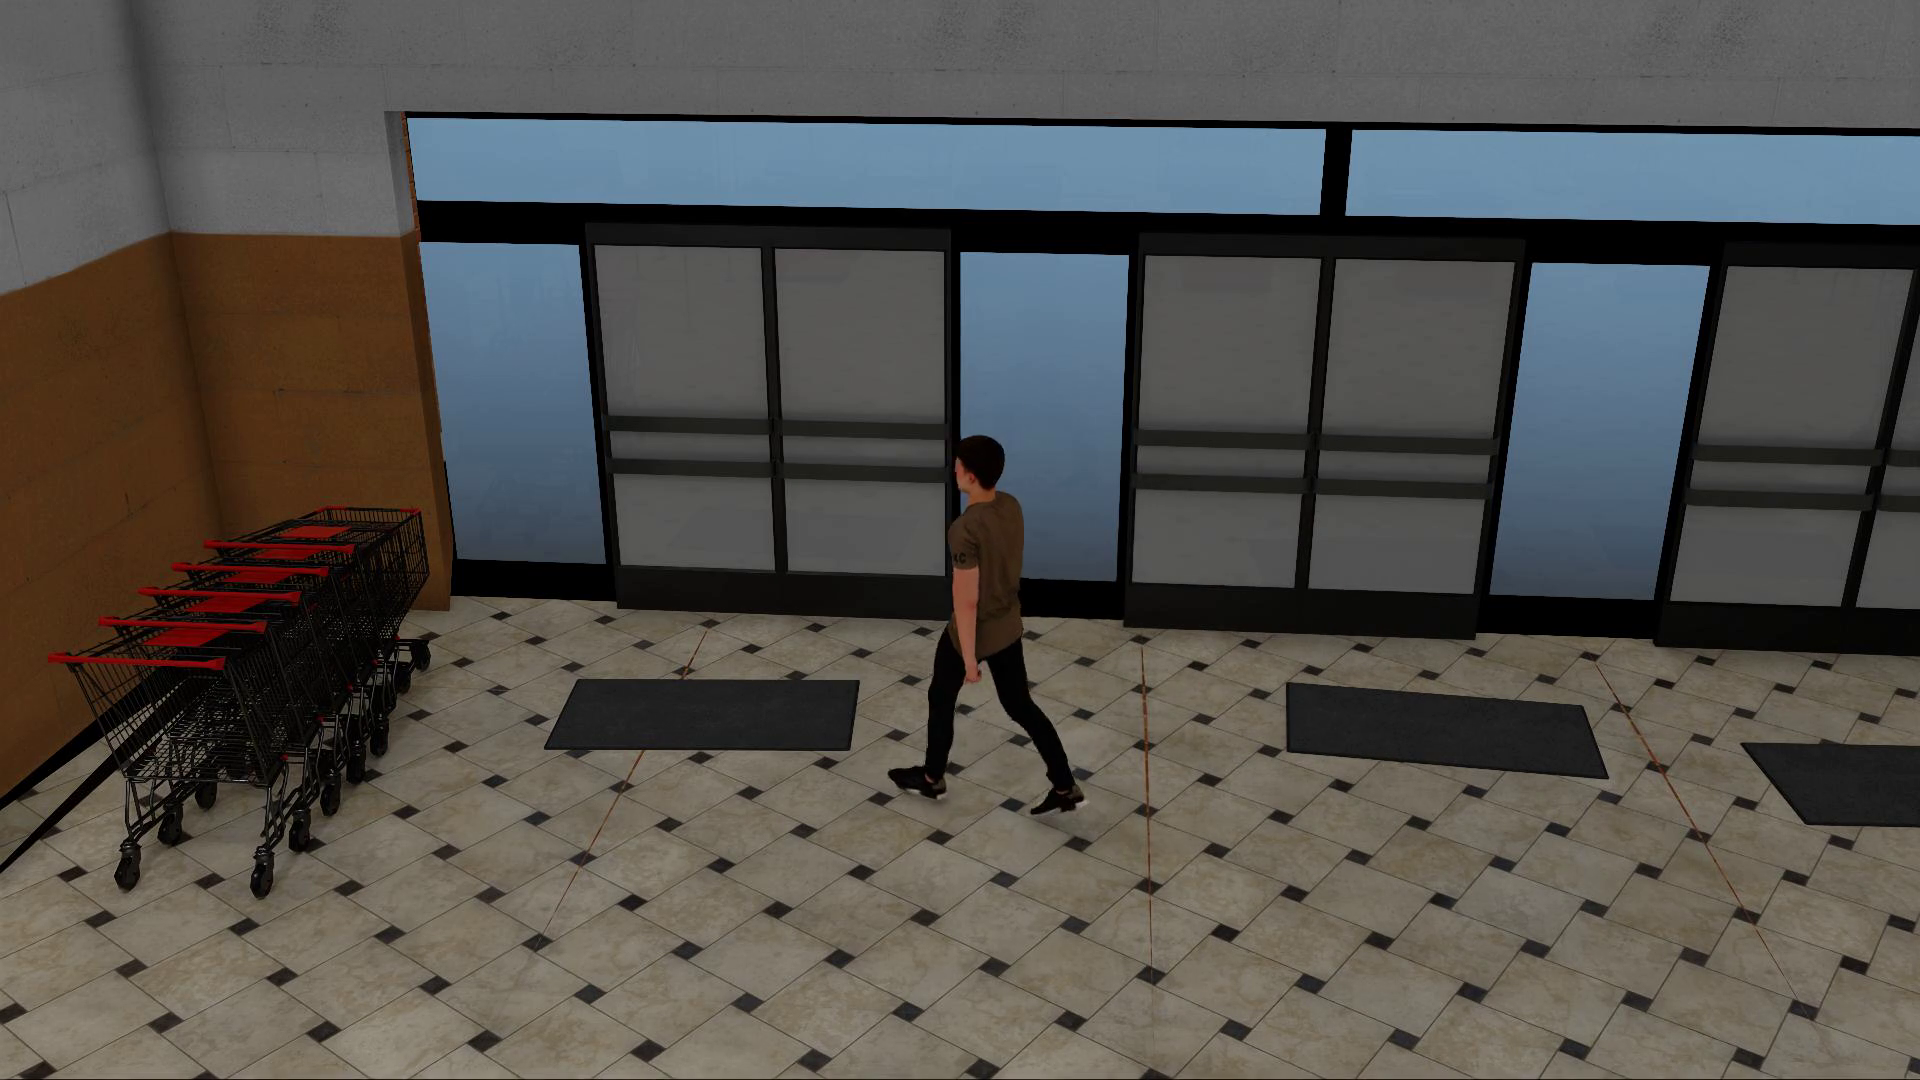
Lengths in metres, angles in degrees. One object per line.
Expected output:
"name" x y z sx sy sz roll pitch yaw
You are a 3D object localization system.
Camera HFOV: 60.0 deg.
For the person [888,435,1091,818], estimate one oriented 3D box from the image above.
"person" 0.193 0.439 7.393 1.144 1.812 1.262 15 26 33
